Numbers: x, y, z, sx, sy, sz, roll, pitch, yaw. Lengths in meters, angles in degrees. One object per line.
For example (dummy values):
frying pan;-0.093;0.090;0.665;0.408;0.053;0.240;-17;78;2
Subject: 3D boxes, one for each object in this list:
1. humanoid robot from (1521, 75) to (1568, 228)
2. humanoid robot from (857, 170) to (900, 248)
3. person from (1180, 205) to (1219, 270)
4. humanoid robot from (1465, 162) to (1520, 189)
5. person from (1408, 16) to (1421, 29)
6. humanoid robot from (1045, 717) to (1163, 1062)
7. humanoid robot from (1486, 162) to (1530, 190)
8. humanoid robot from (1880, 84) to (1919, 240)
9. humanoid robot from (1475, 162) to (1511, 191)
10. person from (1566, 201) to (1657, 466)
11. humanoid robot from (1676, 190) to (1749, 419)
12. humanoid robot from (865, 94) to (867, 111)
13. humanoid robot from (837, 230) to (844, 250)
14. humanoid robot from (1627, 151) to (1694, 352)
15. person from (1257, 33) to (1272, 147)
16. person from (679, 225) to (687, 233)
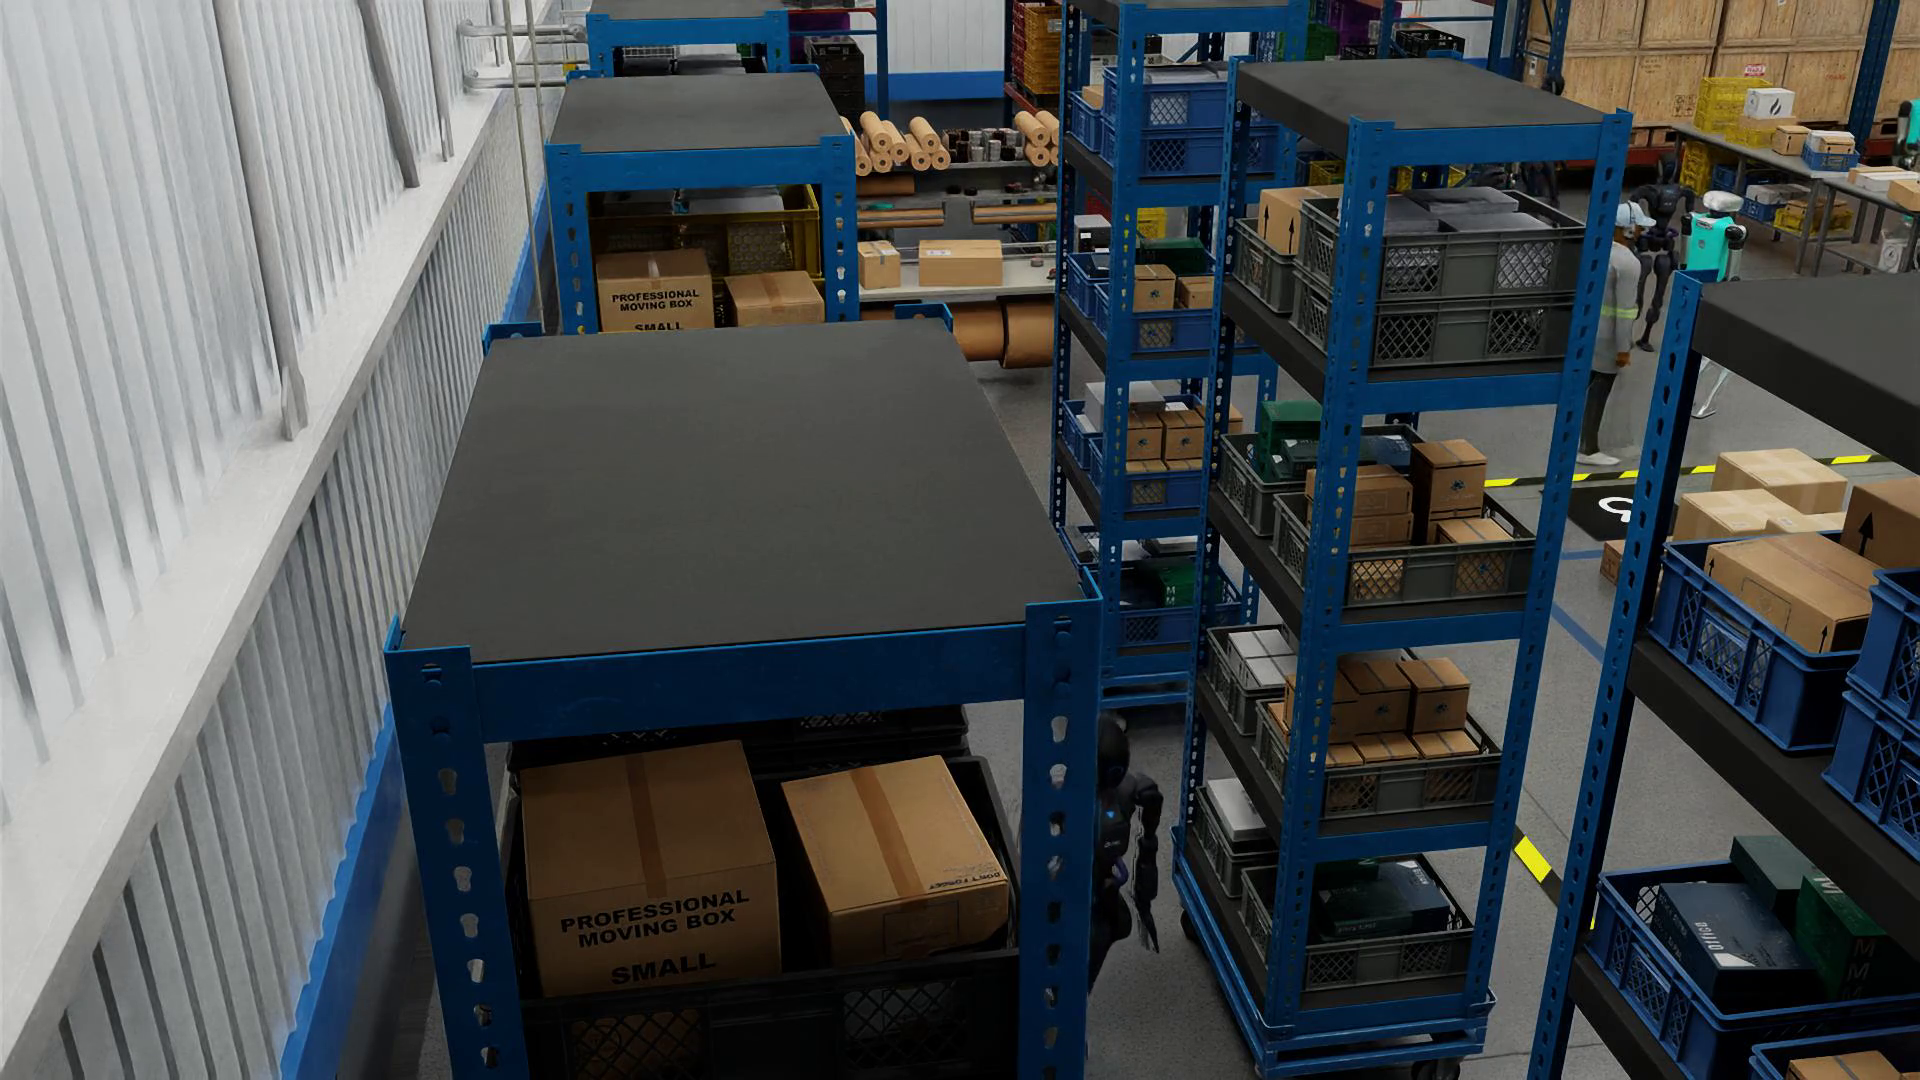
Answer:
humanoid robot;6.122;-4.027;17.397;0.588;1.627;0.577;-14;28;-27
humanoid robot;-0.925;-2.398;13.808;0.953;1.794;0.540;13;28;26
person;2.338;-3.391;15.806;0.432;1.836;0.617;-16;29;-31
humanoid robot;5.317;-3.722;16.539;0.530;1.705;0.753;10;27;21
person;5.137;-5.036;19.184;0.638;1.998;0.764;2;25;5
humanoid robot;0.395;1.288;5.879;0.589;1.639;0.713;-11;27;-23
humanoid robot;5.474;-3.751;16.774;0.602;1.646;0.356;-11;27;-23
humanoid robot;9.437;-3.582;16.335;0.567;1.732;1.016;5;25;12
humanoid robot;4.566;-2.647;14.366;0.530;1.645;0.609;-1;25;-2
person;4.482;-1.430;11.511;0.396;1.850;0.597;-5;25;-11
humanoid robot;5.570;-1.730;12.143;0.735;1.675;0.533;-11;27;-23
humanoid robot;-1.192;-4.222;17.836;0.620;1.641;0.613;18;30;34
humanoid robot;-0.923;-2.290;13.622;0.624;1.645;0.592;2;25;5
humanoid robot;5.791;-2.387;13.802;0.590;1.652;0.343;0;25;0
person;3.460;-5.080;19.409;0.356;1.884;0.572;10;27;21
person;-2.377;-2.621;13.995;0.567;1.937;0.635;22;32;39
